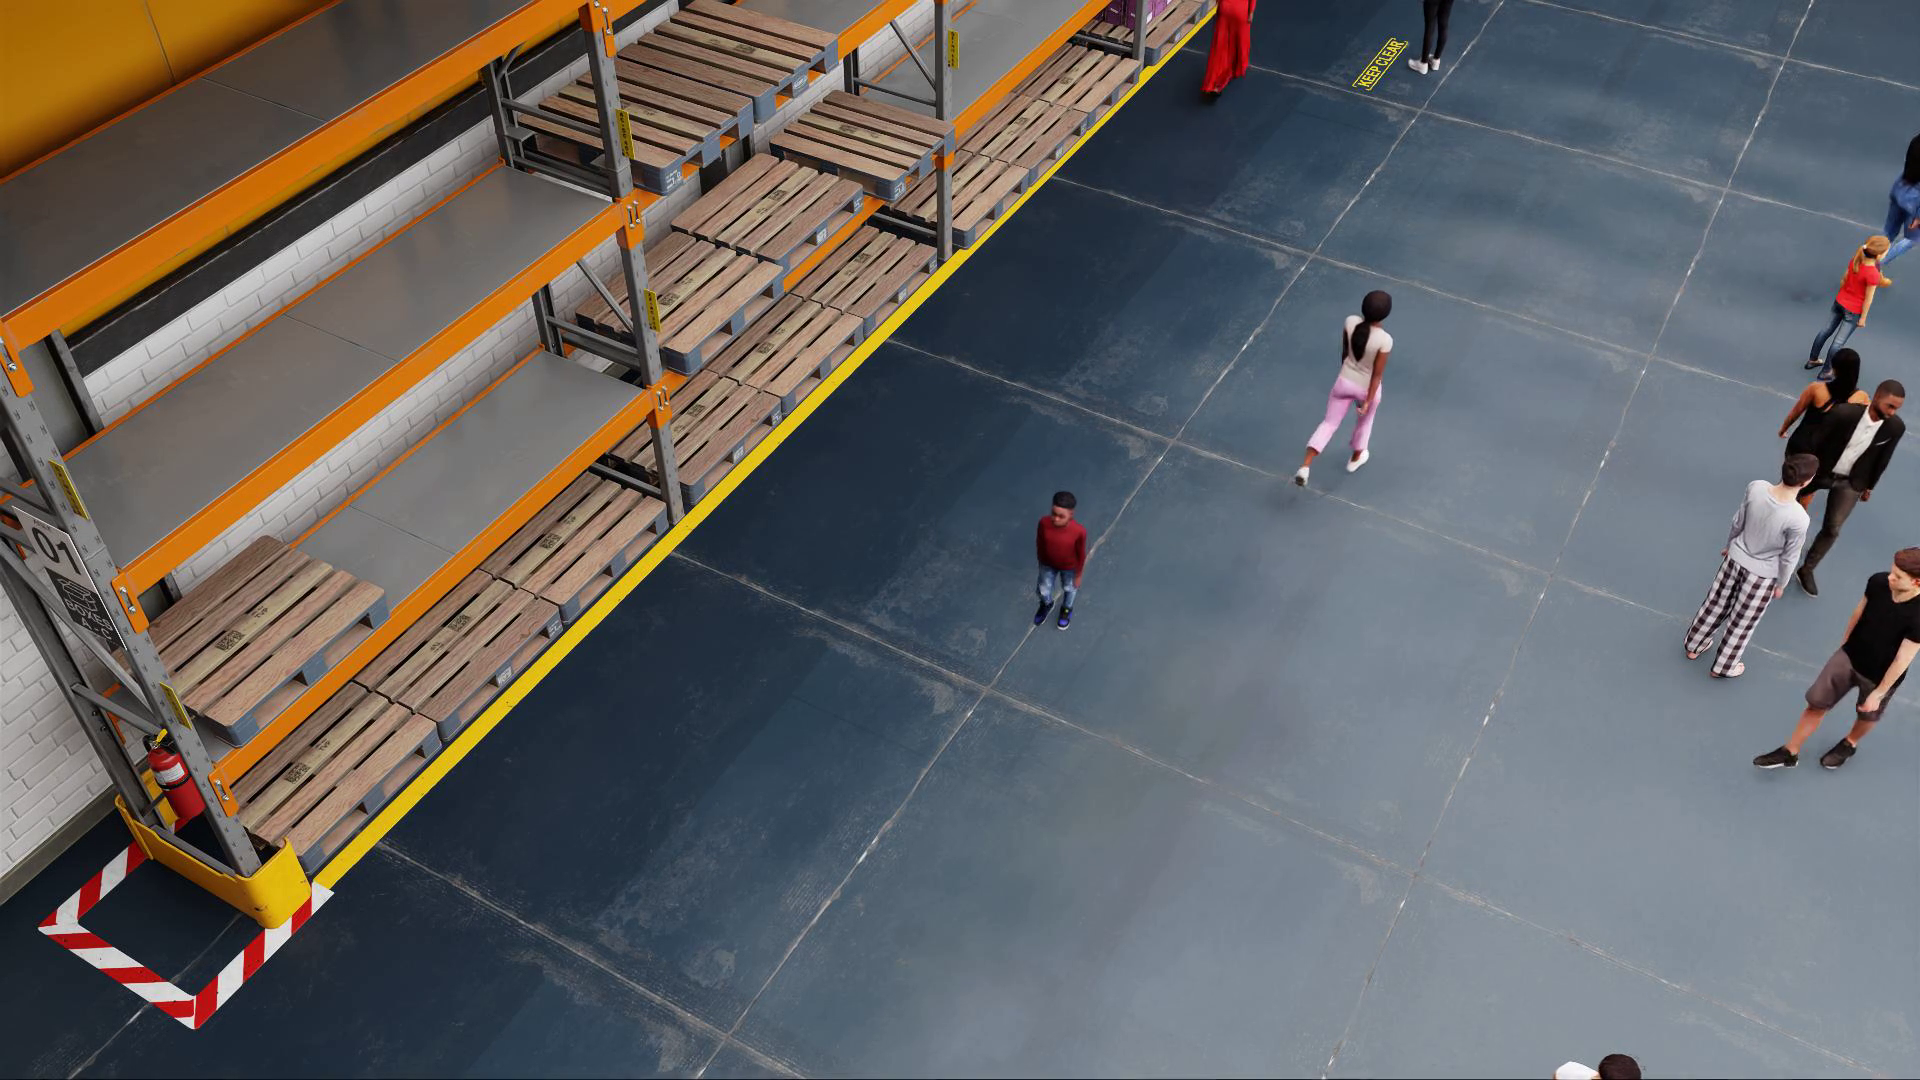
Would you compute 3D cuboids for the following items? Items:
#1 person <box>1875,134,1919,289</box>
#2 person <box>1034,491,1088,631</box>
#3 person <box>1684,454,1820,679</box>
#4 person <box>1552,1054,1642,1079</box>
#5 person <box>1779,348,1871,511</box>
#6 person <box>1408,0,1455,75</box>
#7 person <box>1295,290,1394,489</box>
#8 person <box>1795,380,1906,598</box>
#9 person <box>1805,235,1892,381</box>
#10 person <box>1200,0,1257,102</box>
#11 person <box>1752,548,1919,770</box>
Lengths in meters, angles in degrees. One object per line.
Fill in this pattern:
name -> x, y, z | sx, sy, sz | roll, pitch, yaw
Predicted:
person -> 7.929, -2.833, 14.051 | 0.889, 1.698, 0.829 | -9, 44, -9
person -> 0.706, 0.092, 11.312 | 0.548, 1.241, 0.563 | 12, 45, 13
person -> 5.153, 0.163, 10.798 | 0.704, 1.847, 0.706 | -21, 48, -21
person -> 2.932, 2.938, 7.928 | 0.686, 1.789, 0.647 | 33, 53, 30
person -> 6.044, -0.612, 11.753 | 0.667, 1.651, 0.689 | 13, 45, 13
person -> 4.889, -5.609, 16.933 | 0.647, 1.742, 0.721 | -15, 46, -15
person -> 2.844, -1.076, 12.193 | 0.713, 1.717, 1.118 | 32, 52, 29
person -> 6.026, -0.493, 11.557 | 0.842, 1.750, 1.145 | 18, 46, 18
person -> 7.121, -1.876, 13.328 | 0.632, 1.310, 0.571 | -10, 45, -11
person -> 2.679, -5.199, 16.503 | 0.688, 1.741, 1.179 | 18, 47, 18
person -> 5.666, 0.747, 10.199 | 1.128, 1.827, 1.011 | -19, 47, -19
